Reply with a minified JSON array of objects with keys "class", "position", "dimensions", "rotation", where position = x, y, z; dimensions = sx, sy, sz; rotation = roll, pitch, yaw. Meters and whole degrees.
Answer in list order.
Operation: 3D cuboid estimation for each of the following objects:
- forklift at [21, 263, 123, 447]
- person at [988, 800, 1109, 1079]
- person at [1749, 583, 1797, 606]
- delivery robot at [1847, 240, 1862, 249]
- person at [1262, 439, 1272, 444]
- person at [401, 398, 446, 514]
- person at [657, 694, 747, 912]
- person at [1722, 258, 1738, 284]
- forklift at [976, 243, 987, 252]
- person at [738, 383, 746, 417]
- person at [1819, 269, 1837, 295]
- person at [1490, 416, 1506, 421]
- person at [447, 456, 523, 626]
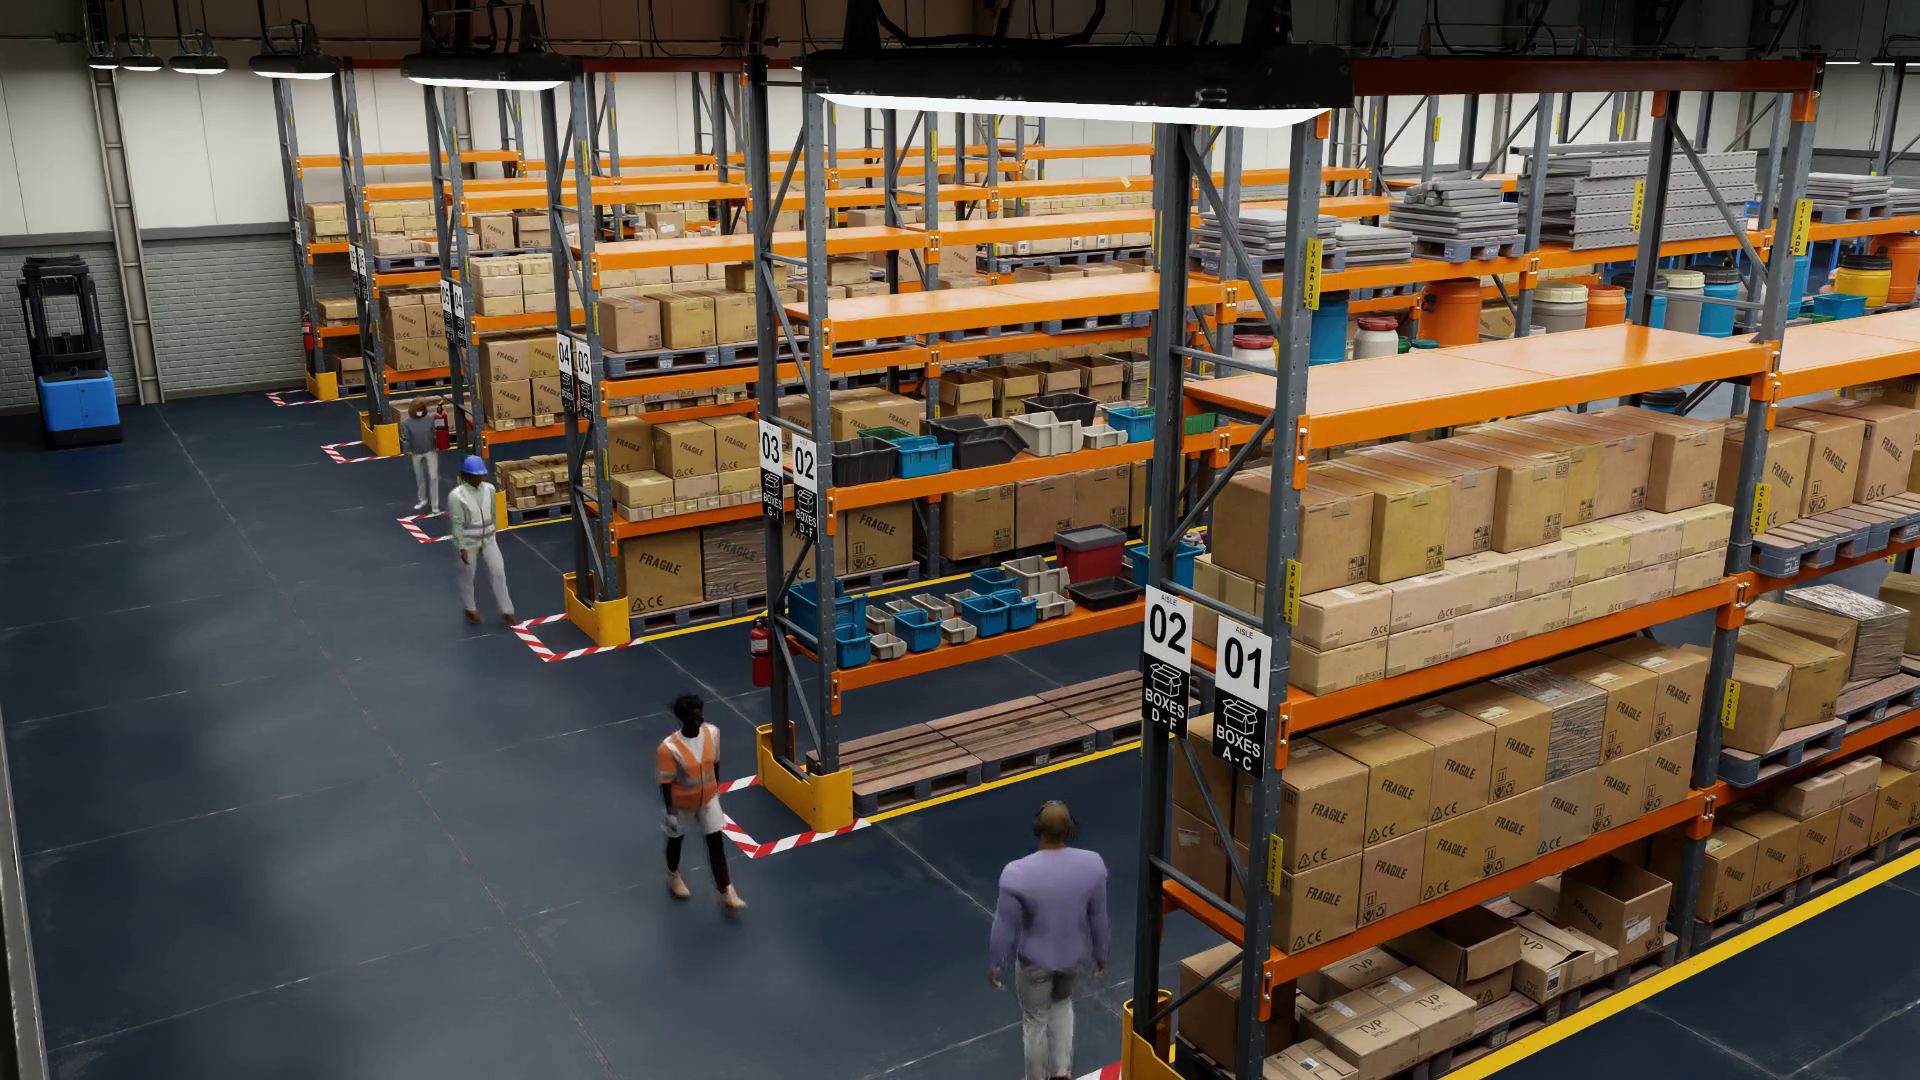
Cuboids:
[{"class":"forklift","position":[-14.518,-3.079,25.708],"dimensions":[1.129,2.768,1.873],"rotation":[-10,20,-31]},{"class":"person","position":[0.507,2.431,9.201],"dimensions":[0.720,1.913,0.454],"rotation":[-4,18,-14]},{"class":"person","position":[8.198,0.393,16.082],"dimensions":[0.842,1.806,0.603],"rotation":[-13,22,-37]},{"class":"delivery robot","position":[27.850,-9.211,49.142],"dimensions":[0.699,0.223,0.335],"rotation":[-16,23,-42]},{"class":"person","position":[5.044,-2.195,24.490],"dimensions":[0.951,1.834,0.596],"rotation":[-8,19,-24]},{"class":"person","position":[-7.292,-1.153,21.477],"dimensions":[0.549,1.596,0.767],"rotation":[-4,17,-12]},{"class":"person","position":[-1.899,1.901,11.376],"dimensions":[0.549,1.647,0.868],"rotation":[-13,21,-37]},{"class":"person","position":[16.633,-5.220,34.362],"dimensions":[0.510,1.872,0.328],"rotation":[7,18,22]},{"class":"forklift","position":[0.988,-5.474,34.718],"dimensions":[1.214,2.155,2.313],"rotation":[-10,20,-31]},{"class":"person","position":[-3.682,-2.419,25.156],"dimensions":[0.925,1.885,0.593],"rotation":[-15,23,-41]},{"class":"person","position":[17.381,-4.423,31.565],"dimensions":[0.679,1.969,0.617],"rotation":[-16,23,-42]},{"class":"person","position":[7.365,-1.380,21.640],"dimensions":[0.712,1.959,0.620],"rotation":[-1,17,-2]},{"class":"person","position":[-5.156,0.041,17.044],"dimensions":[0.921,1.908,0.617],"rotation":[15,23,41]}]
